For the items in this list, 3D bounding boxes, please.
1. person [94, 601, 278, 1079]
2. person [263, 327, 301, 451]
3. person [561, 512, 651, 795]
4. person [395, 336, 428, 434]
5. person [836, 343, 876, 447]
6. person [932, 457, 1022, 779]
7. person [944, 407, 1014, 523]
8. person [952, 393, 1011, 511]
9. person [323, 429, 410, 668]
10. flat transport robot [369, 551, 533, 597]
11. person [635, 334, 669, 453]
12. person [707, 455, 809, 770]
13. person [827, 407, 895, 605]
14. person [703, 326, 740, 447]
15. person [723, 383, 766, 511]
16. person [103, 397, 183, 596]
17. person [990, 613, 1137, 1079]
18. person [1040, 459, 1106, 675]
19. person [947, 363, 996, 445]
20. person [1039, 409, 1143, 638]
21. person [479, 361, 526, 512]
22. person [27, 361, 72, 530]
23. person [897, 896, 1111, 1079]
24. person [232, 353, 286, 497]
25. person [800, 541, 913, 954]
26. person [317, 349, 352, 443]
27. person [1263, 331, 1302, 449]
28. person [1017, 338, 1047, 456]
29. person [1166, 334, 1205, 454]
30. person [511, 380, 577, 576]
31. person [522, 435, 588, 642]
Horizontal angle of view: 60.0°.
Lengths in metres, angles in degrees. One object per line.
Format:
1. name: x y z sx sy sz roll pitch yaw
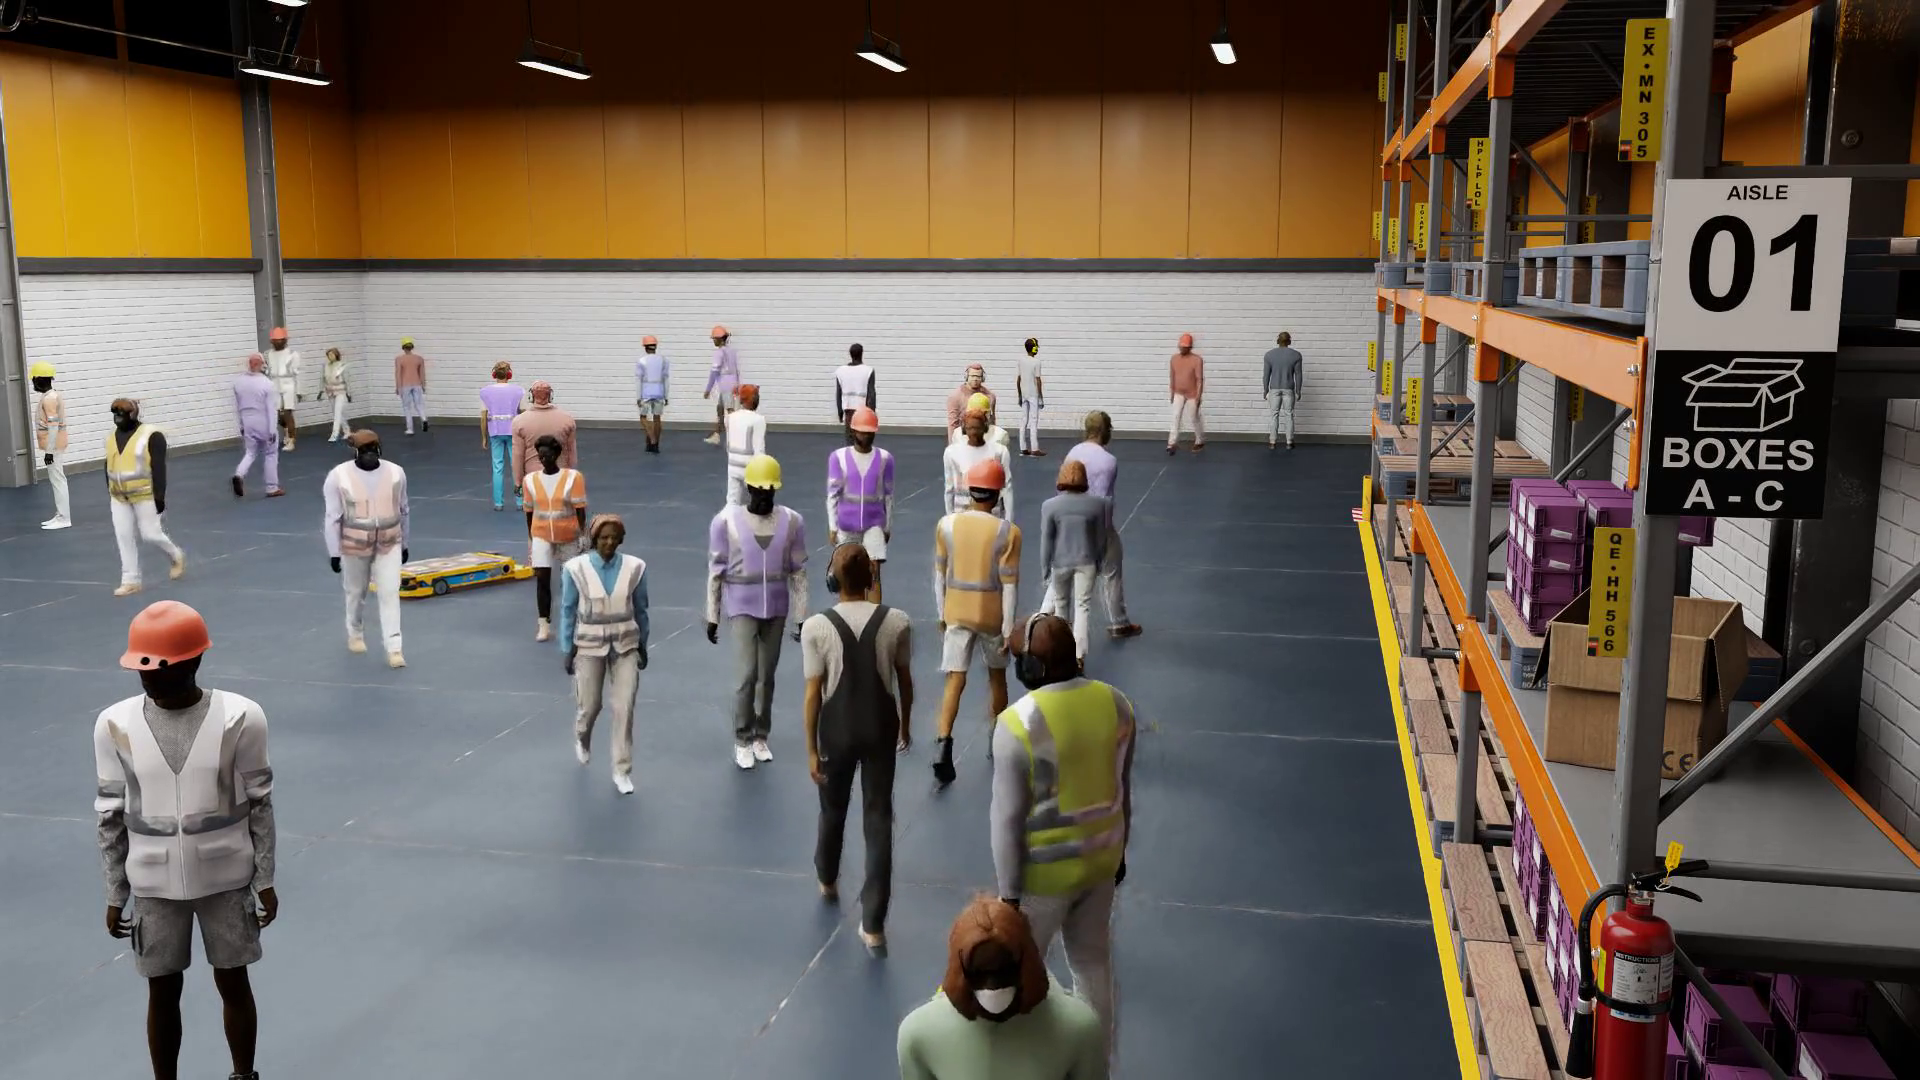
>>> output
1. person: -2.601 1.147 5.621 0.550 1.933 0.370 -3 10 -16
2. person: -11.016 -2.463 27.119 0.615 2.029 0.563 0 9 2
3. person: -2.062 0.626 9.678 0.518 1.618 0.592 -4 10 -23
4. person: -9.751 -2.739 29.567 0.532 1.750 0.487 -8 12 -40
5. person: -1.454 -1.867 23.866 0.620 1.900 0.660 3 10 15
6. person: 0.085 0.458 9.907 0.555 1.903 0.950 3 10 16
7. person: 0.157 -0.222 14.159 0.589 1.861 0.884 0 9 -1
8. person: 0.172 -0.468 15.660 0.586 1.833 0.403 2 10 14
9. person: -4.542 0.034 12.758 0.644 1.806 0.948 -6 11 -31
10. flat transport robot: -4.808 0.310 15.669 0.652 0.197 1.431 7 12 37
11. person: -4.922 -2.333 26.616 0.551 1.927 0.572 -4 10 -25
12. person: -1.196 0.433 10.032 0.597 1.899 0.616 -4 10 -25
13. person: -0.807 -0.149 13.601 0.551 1.893 0.985 -1 9 -6
14. person: -3.972 -2.521 27.508 0.916 1.996 0.633 2 10 13
15. person: -2.173 -0.691 17.040 0.581 1.825 1.006 6 11 34
16. person: -7.589 -0.423 15.408 0.629 1.828 0.668 2 10 9
17. person: 0.373 1.159 5.890 0.650 1.822 0.497 -6 11 -34
18. person: 0.843 0.189 12.439 0.483 1.583 0.879 1 9 6
19. person: 0.164 -1.078 19.127 0.643 1.905 0.400 -6 11 -30
20. person: 1.003 -0.099 13.294 1.051 1.892 0.641 -6 11 -33
21. person: -5.587 -1.265 20.413 0.563 1.847 0.392 -2 10 -9
22. person: -10.438 -1.087 19.092 0.361 1.930 0.587 -5 11 -27
23. person: 0.123 1.578 4.038 0.526 1.602 0.637 0 9 2
24. person: -9.095 -1.464 21.480 0.642 1.892 0.691 3 10 15
25. person: -0.469 0.887 7.610 0.528 1.787 0.978 -2 10 -10
26. person: -10.706 -2.491 28.569 0.517 1.596 0.851 3 10 17
27. person: 5.295 -2.457 27.325 0.633 1.938 0.356 2 10 13
28. person: 1.124 -2.253 26.315 0.328 1.869 0.517 -9 13 -44
29. person: 3.623 -2.340 26.642 0.656 1.930 1.055 6 11 33
30. person: -4.067 -0.606 16.271 0.642 1.908 0.409 -5 11 -30
31. person: -3.297 -0.050 13.638 0.535 1.667 0.781 0 9 -2
